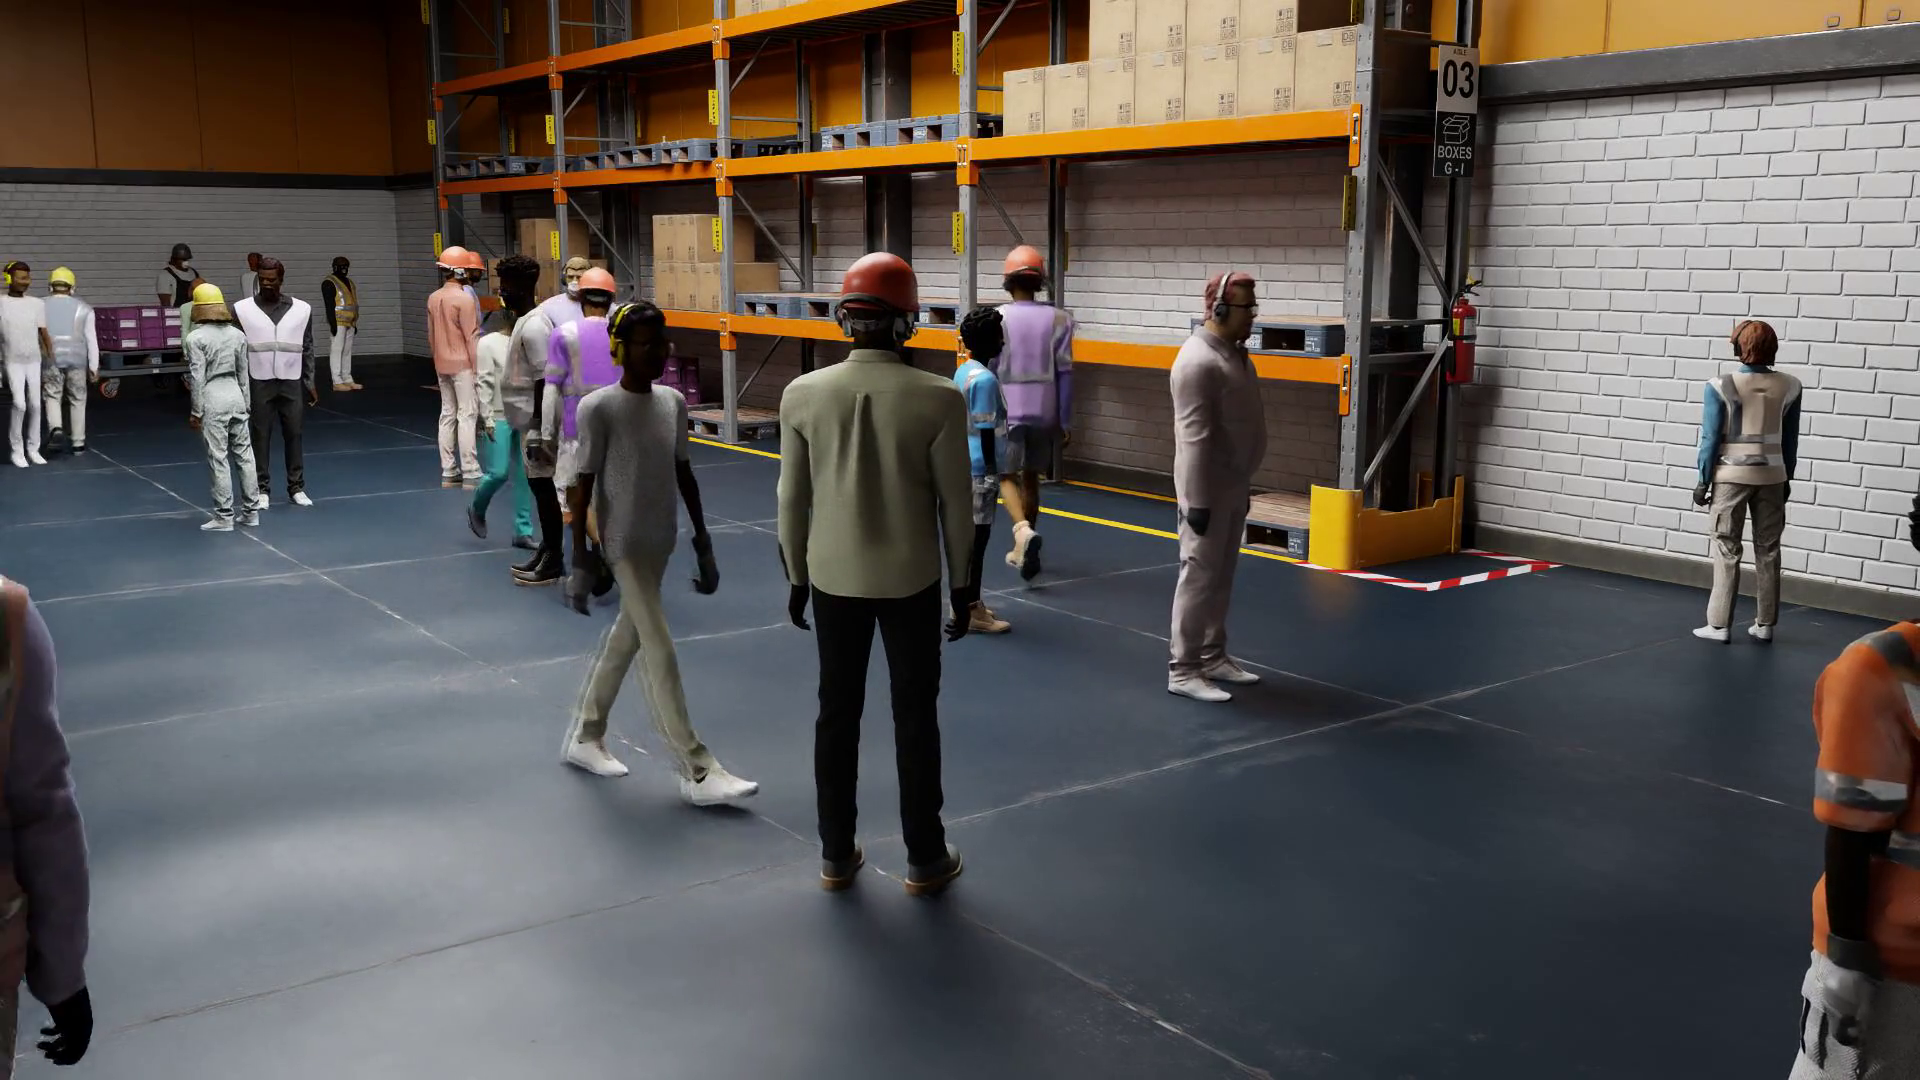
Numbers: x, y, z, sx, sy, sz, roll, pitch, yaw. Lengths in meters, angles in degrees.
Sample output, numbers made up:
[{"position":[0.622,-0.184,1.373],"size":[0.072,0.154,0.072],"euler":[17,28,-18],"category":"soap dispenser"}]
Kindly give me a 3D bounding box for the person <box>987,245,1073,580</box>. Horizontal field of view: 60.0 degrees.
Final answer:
[{"position":[0.400,-0.754,10.005],"size":[0.613,2.018,0.859],"euler":[-2,10,-14],"category":"person"}]

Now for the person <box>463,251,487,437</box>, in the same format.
[{"position":[-5.120,-2.049,17.459],"size":[0.376,1.934,0.552],"euler":[-3,11,-18],"category":"person"}]

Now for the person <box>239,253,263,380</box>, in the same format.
[{"position":[-10.372,-3.291,24.564],"size":[0.584,1.881,0.337],"euler":[6,12,29],"category":"person"}]

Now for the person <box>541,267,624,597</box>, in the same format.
[{"position":[-2.076,-0.619,9.593],"size":[0.620,1.889,0.812],"euler":[-6,12,-29],"category":"person"}]

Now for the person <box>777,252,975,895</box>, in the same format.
[{"position":[-0.253,0.111,5.193],"size":[0.617,1.993,0.396],"euler":[2,10,13],"category":"person"}]

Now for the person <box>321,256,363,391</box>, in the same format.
[{"position":[-8.515,-2.981,22.959],"size":[0.430,1.841,0.624],"euler":[2,10,10],"category":"person"}]

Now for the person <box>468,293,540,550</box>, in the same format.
[{"position":[-2.976,-0.798,10.979],"size":[0.575,1.741,0.540],"euler":[9,14,43],"category":"person"}]

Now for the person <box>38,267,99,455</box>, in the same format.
[{"position":[-8.517,-1.687,15.819],"size":[0.601,1.802,0.628],"euler":[-5,11,-25],"category":"person"}]

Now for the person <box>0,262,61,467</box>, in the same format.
[{"position":[-8.496,-1.592,15.148],"size":[0.463,1.862,0.555],"euler":[8,13,37],"category":"person"}]

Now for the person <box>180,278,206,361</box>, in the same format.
[{"position":[-8.724,-2.205,19.216],"size":[0.497,1.626,0.287],"euler":[-9,14,-41],"category":"person"}]

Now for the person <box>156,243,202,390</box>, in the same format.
[{"position":[-10.749,-3.109,23.101],"size":[0.543,2.000,0.694],"euler":[5,11,26],"category":"person"}]

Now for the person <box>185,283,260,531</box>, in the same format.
[{"position":[-5.243,-0.935,11.764],"size":[0.323,1.741,0.490],"euler":[5,11,26],"category":"person"}]

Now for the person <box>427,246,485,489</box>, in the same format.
[{"position":[-4.132,-1.416,13.746],"size":[0.611,1.996,0.378],"euler":[8,13,39],"category":"person"}]

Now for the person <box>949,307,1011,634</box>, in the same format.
[{"position":[0.098,-0.364,8.689],"size":[0.317,1.695,0.540],"euler":[-2,10,-14],"category":"person"}]

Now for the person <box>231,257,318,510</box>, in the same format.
[{"position":[-5.242,-1.199,12.758],"size":[0.590,1.916,0.398],"euler":[-6,12,-32],"category":"person"}]

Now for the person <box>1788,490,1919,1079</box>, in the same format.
[{"position":[1.637,0.689,2.789],"size":[0.529,1.697,0.321],"euler":[-4,11,-20],"category":"person"}]

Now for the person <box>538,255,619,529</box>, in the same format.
[{"position":[-2.701,-1.053,11.882],"size":[0.629,1.937,0.376],"euler":[-6,12,-30],"category":"person"}]

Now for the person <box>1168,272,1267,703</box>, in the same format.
[{"position":[1.161,-0.235,7.418],"size":[0.399,1.898,0.648],"euler":[5,11,26],"category":"person"}]

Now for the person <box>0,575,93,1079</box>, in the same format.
[{"position":[-1.618,0.684,2.459],"size":[0.644,1.824,0.455],"euler":[-10,14,-44],"category":"person"}]

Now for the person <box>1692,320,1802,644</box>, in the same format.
[{"position":[3.971,-0.286,8.411],"size":[0.515,1.640,0.315],"euler":[-1,10,-4],"category":"person"}]

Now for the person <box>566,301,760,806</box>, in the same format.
[{"position":[-1.142,0.042,6.089],"size":[1.002,1.820,0.541],"euler":[7,12,33],"category":"person"}]

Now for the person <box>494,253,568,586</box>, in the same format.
[{"position":[-2.540,-0.711,9.885],"size":[0.364,1.962,0.613],"euler":[-3,11,-17],"category":"person"}]
